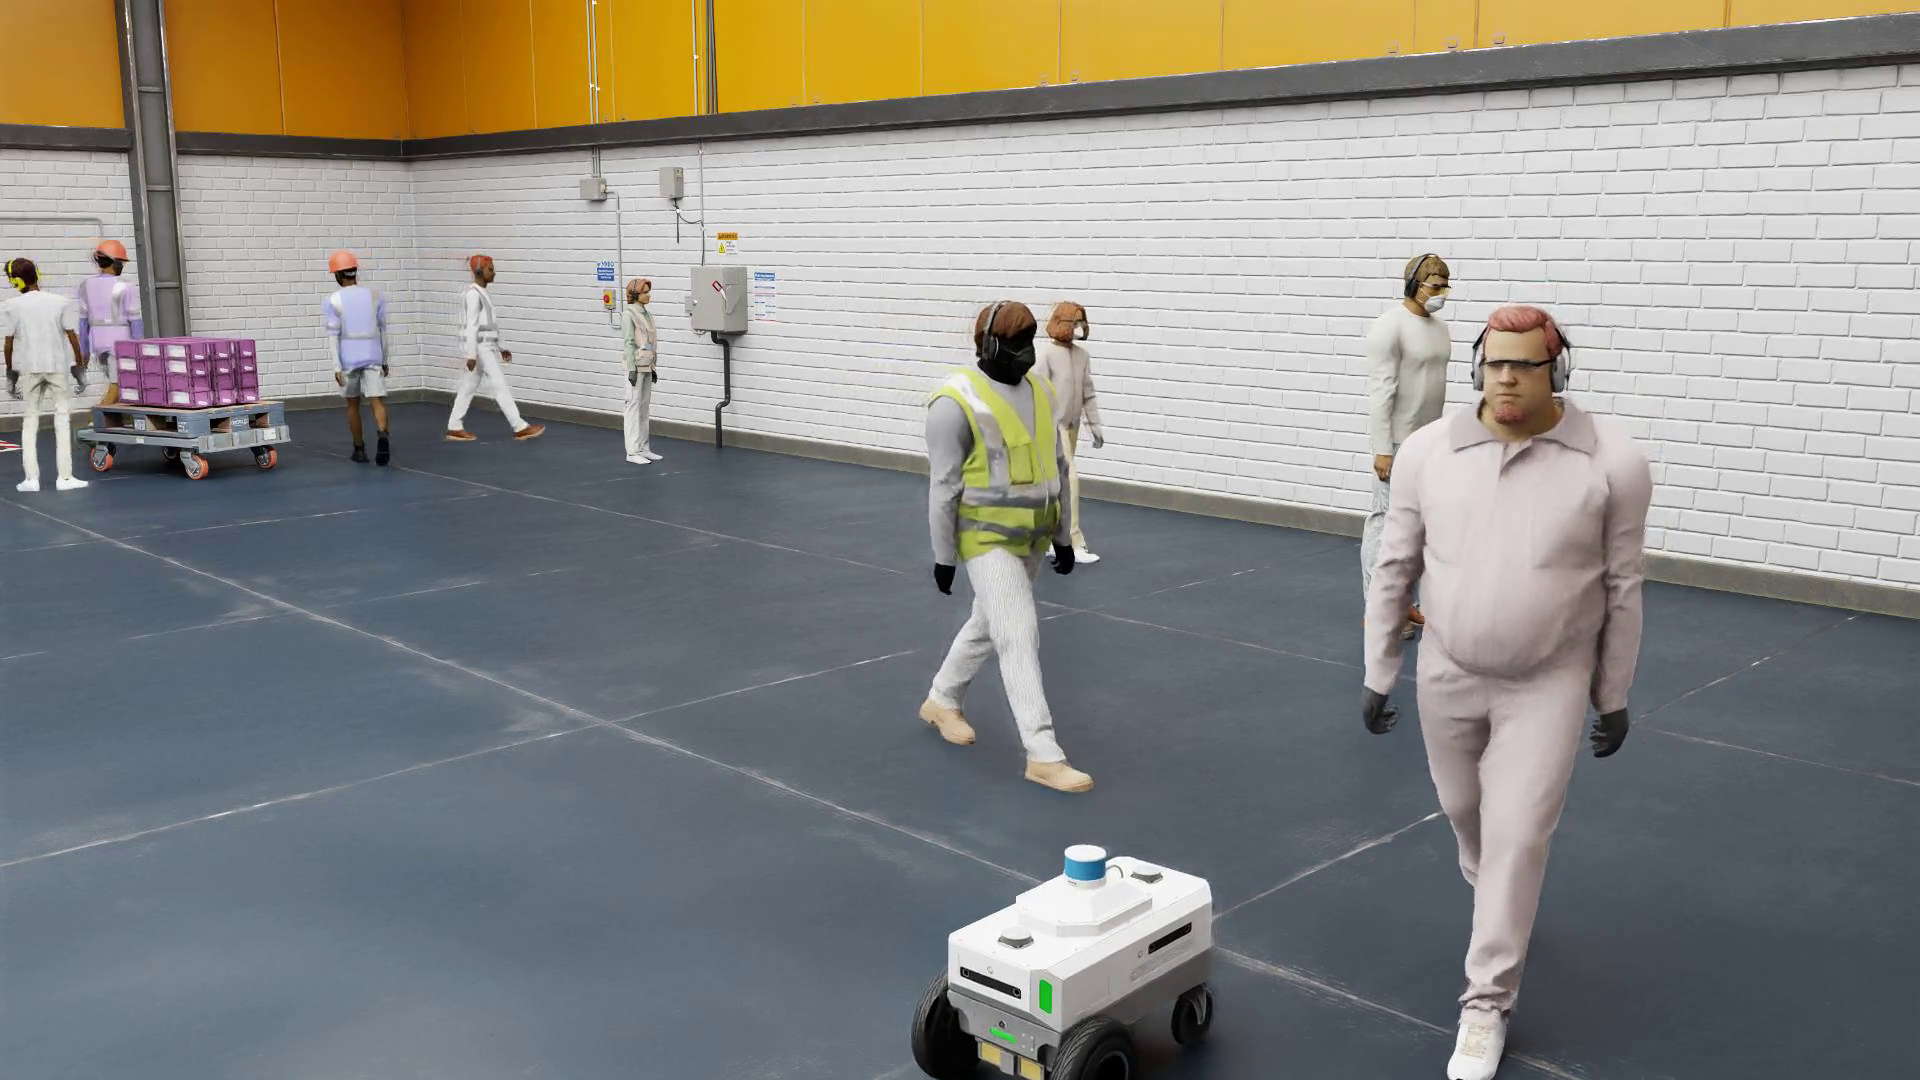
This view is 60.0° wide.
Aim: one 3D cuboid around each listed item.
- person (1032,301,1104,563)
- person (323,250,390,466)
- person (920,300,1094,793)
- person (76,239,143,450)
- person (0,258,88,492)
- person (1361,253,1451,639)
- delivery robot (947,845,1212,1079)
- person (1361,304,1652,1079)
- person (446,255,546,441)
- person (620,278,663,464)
[{"bbox_3d":[0.719,-0.661,10.295,0.695,1.604,0.530,9,13,39],"label":"person"},{"bbox_3d":[-5.247,-1.582,14.558,0.559,1.903,0.862,-6,12,-31],"label":"person"},{"bbox_3d":[0.155,-0.014,6.332,0.980,1.798,0.632,9,14,41],"label":"person"},{"bbox_3d":[-8.022,-1.828,15.671,0.611,1.998,1.016,3,11,13],"label":"person"},{"bbox_3d":[-7.242,-1.289,13.128,0.608,1.842,0.379,-4,11,-21],"label":"person"},{"bbox_3d":[2.282,-0.479,8.449,0.370,1.934,0.627,10,15,44],"label":"person"},{"bbox_3d":[0.300,0.979,4.007,0.477,0.478,0.707,9,14,41],"label":"delivery robot"},{"bbox_3d":[1.387,0.323,4.275,0.657,1.865,0.980,6,12,30],"label":"person"},{"bbox_3d":[-4.639,-1.876,16.346,0.989,1.832,0.578,-2,11,-11],"label":"person"},{"bbox_3d":[-2.854,-1.504,14.834,0.310,1.642,0.514,2,11,11],"label":"person"}]
